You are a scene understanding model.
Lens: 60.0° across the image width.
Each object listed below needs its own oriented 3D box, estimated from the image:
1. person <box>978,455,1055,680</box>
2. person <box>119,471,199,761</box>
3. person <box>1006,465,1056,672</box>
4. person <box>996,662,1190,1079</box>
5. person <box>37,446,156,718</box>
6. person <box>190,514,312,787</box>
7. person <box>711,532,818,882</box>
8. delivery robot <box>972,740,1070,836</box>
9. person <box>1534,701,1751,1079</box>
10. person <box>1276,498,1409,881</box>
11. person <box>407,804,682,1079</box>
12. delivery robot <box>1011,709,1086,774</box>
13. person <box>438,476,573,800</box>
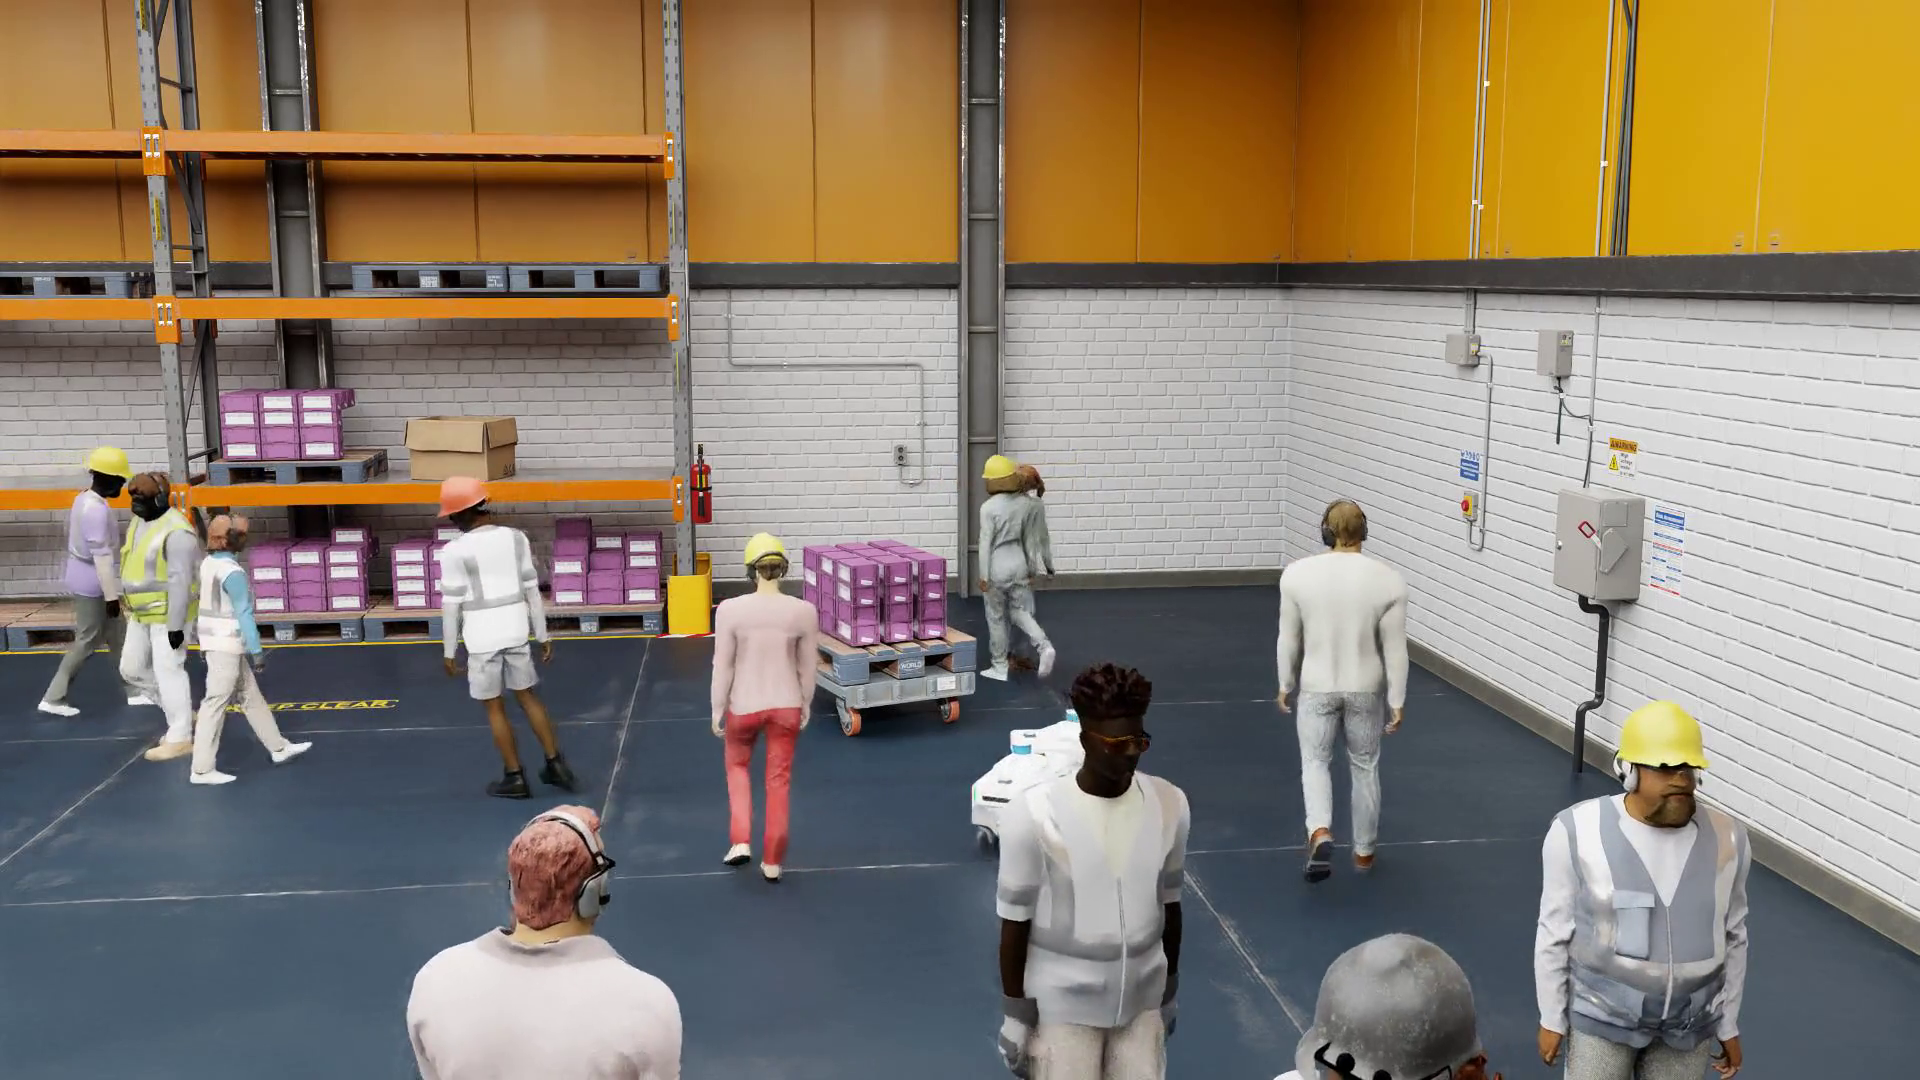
[{"bbox_3d":[0.383,0.229,12.220,0.497,1.715,0.624,-7,11,-37],"label":"person"},{"bbox_3d":[-4.977,0.472,10.354,0.640,1.822,0.445,8,12,41],"label":"person"},{"bbox_3d":[0.480,0.229,12.541,0.359,1.609,0.534,6,11,33],"label":"person"},{"bbox_3d":[0.366,1.286,4.846,0.612,1.953,0.562,-3,10,-20],"label":"person"},{"bbox_3d":[-5.933,0.289,11.368,0.839,1.872,0.665,-5,10,-29],"label":"person"},{"bbox_3d":[-4.279,0.642,9.972,0.828,1.593,0.551,-7,12,-38],"label":"person"},{"bbox_3d":[-0.978,0.836,8.324,0.545,1.732,0.434,-2,9,-15],"label":"person"},{"bbox_3d":[0.328,1.305,8.806,0.477,0.478,0.707,4,10,22],"label":"delivery robot"},{"bbox_3d":[1.959,1.357,4.785,0.596,1.837,0.404,1,9,4],"label":"person"},{"bbox_3d":[1.890,0.760,8.242,0.654,1.923,0.692,2,9,12],"label":"person"},{"bbox_3d":[-0.869,1.510,3.684,0.647,1.889,0.521,2,9,10],"label":"person"},{"bbox_3d":[0.653,1.204,9.439,0.707,0.478,0.477,-1,9,-5],"label":"delivery robot"},{"bbox_3d":[-2.680,0.561,9.591,0.469,1.888,0.646,9,13,44],"label":"person"}]
